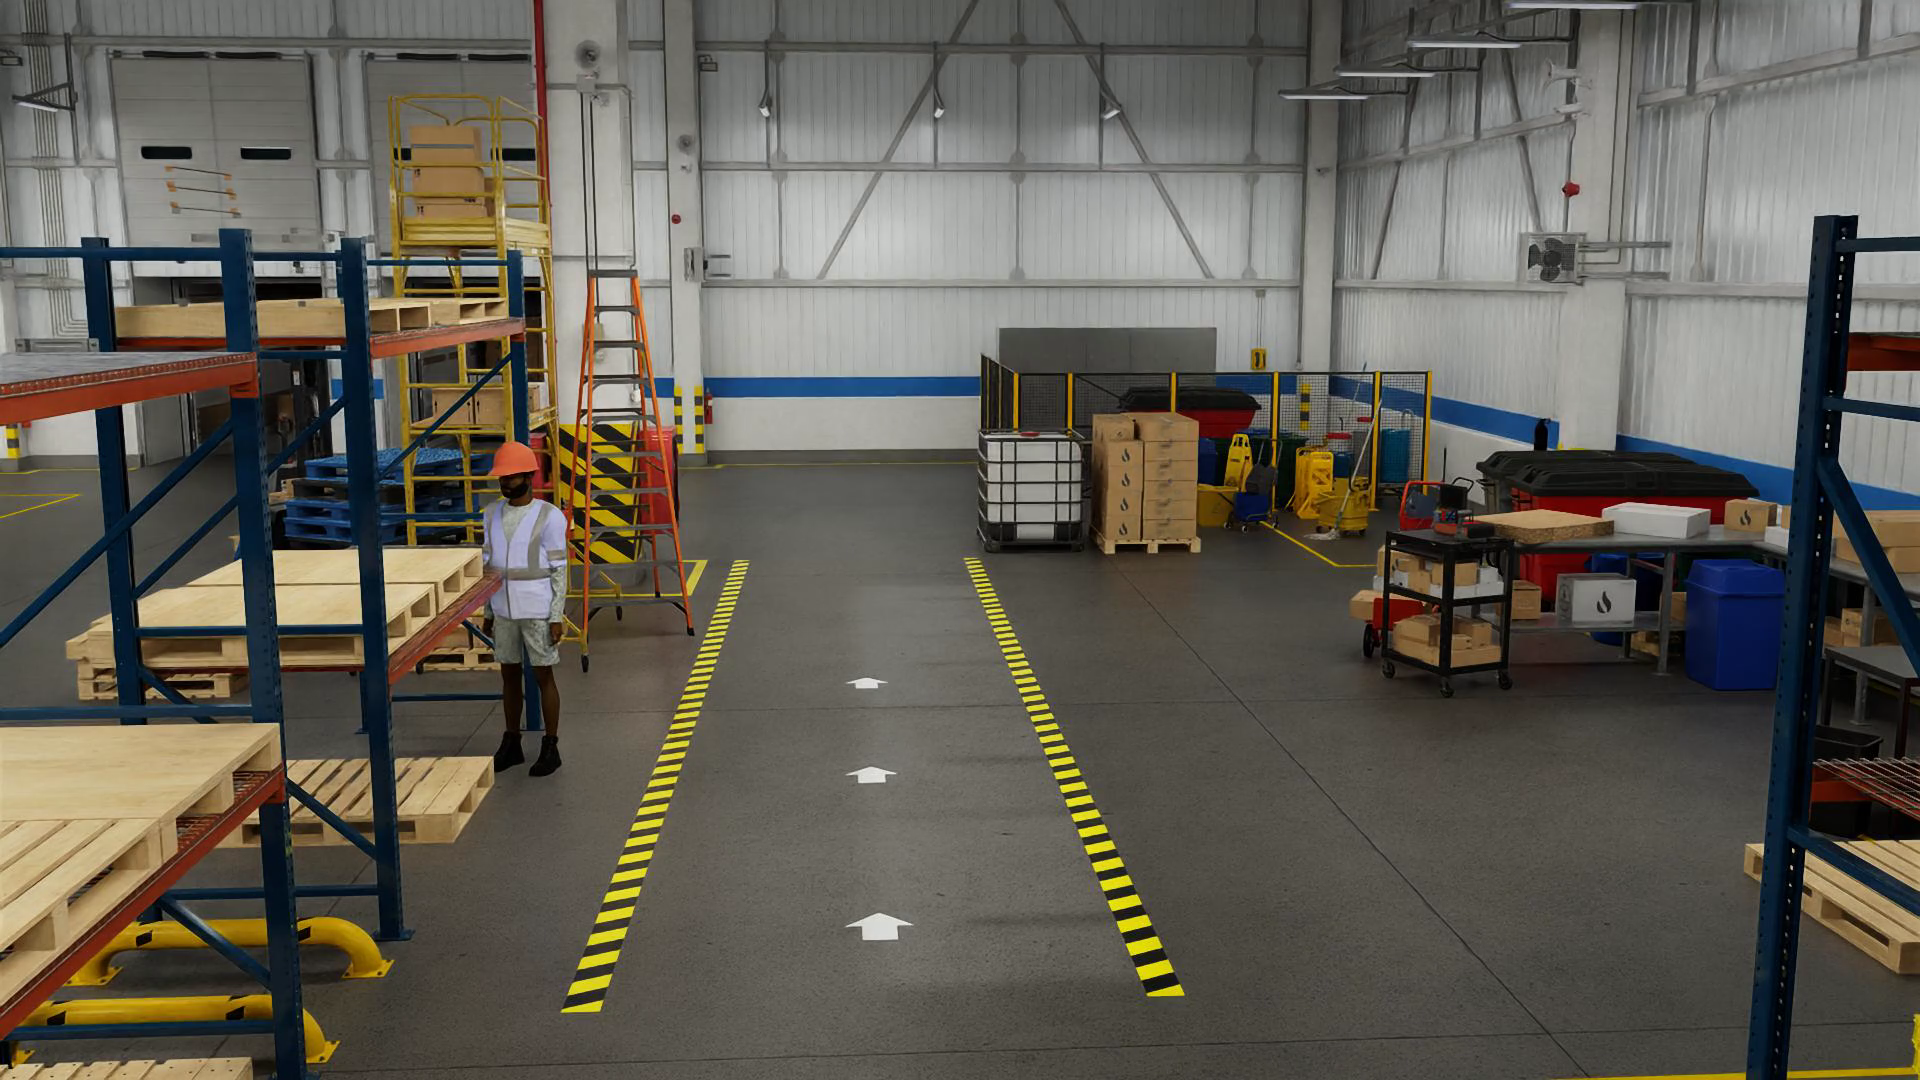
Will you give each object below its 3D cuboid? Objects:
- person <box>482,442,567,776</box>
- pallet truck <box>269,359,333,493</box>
[{"bbox_3d":[-2.525,0.398,9.582,0.542,1.938,0.358,3,10,18],"label":"person"},{"bbox_3d":[-7.062,-1.131,18.996,1.885,1.965,0.823,2,9,13],"label":"pallet truck"}]
